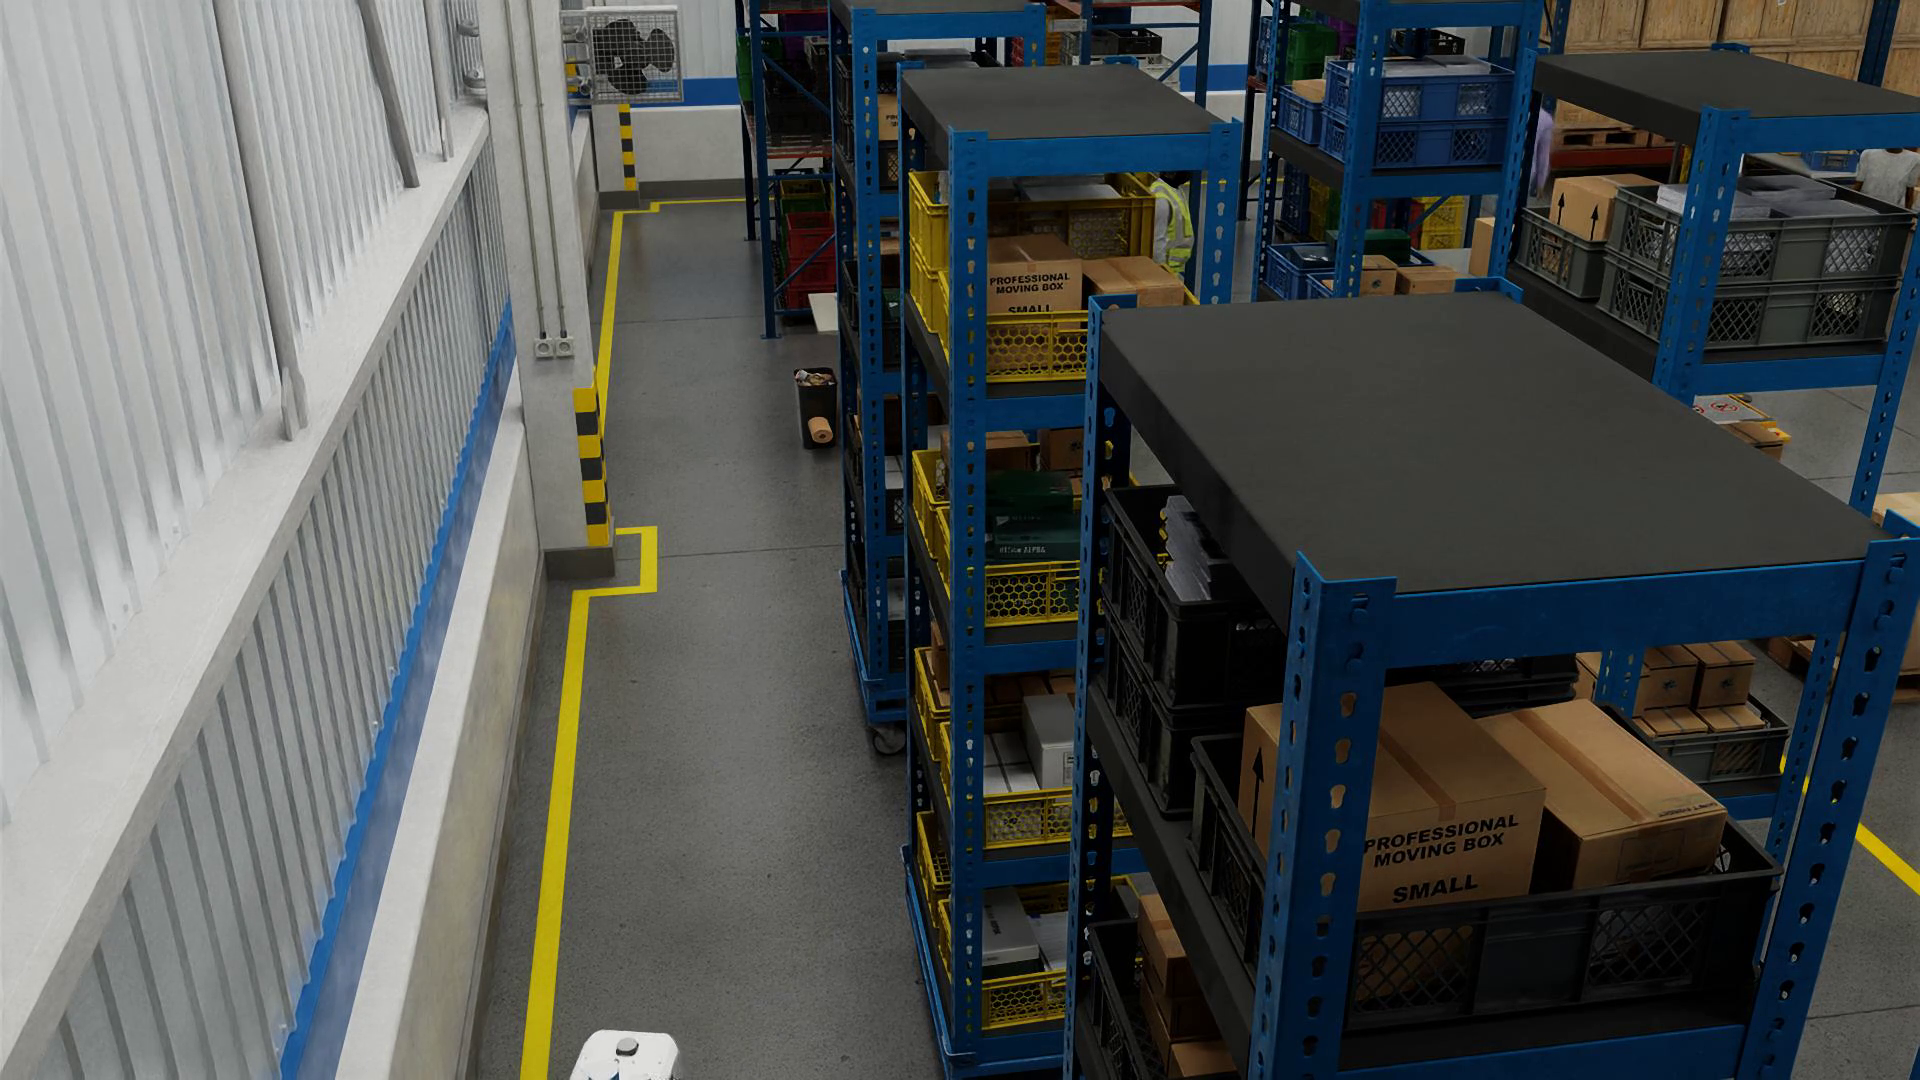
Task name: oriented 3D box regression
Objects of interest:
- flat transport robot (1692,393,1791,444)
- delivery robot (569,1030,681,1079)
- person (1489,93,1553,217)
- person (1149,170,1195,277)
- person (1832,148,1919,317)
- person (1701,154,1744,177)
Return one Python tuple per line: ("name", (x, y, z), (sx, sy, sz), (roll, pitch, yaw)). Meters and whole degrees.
("flat transport robot", (5.224, -0.859, 12.132), (1.431, 0.197, 0.652), (-4, 25, -8))
("delivery robot", (-1.174, 1.957, 5.567), (0.477, 0.478, 0.707), (2, 25, 4))
("person", (5.210, -3.431, 15.814), (0.666, 1.881, 0.955), (-2, 25, -5))
("person", (1.623, -2.173, 13.140), (0.430, 1.837, 0.629), (6, 25, 14))
("person", (7.860, -2.711, 14.268), (0.521, 1.865, 0.328), (12, 27, 25))
("person", (6.832, -3.064, 15.022), (0.578, 1.878, 0.343), (-22, 32, -39))
